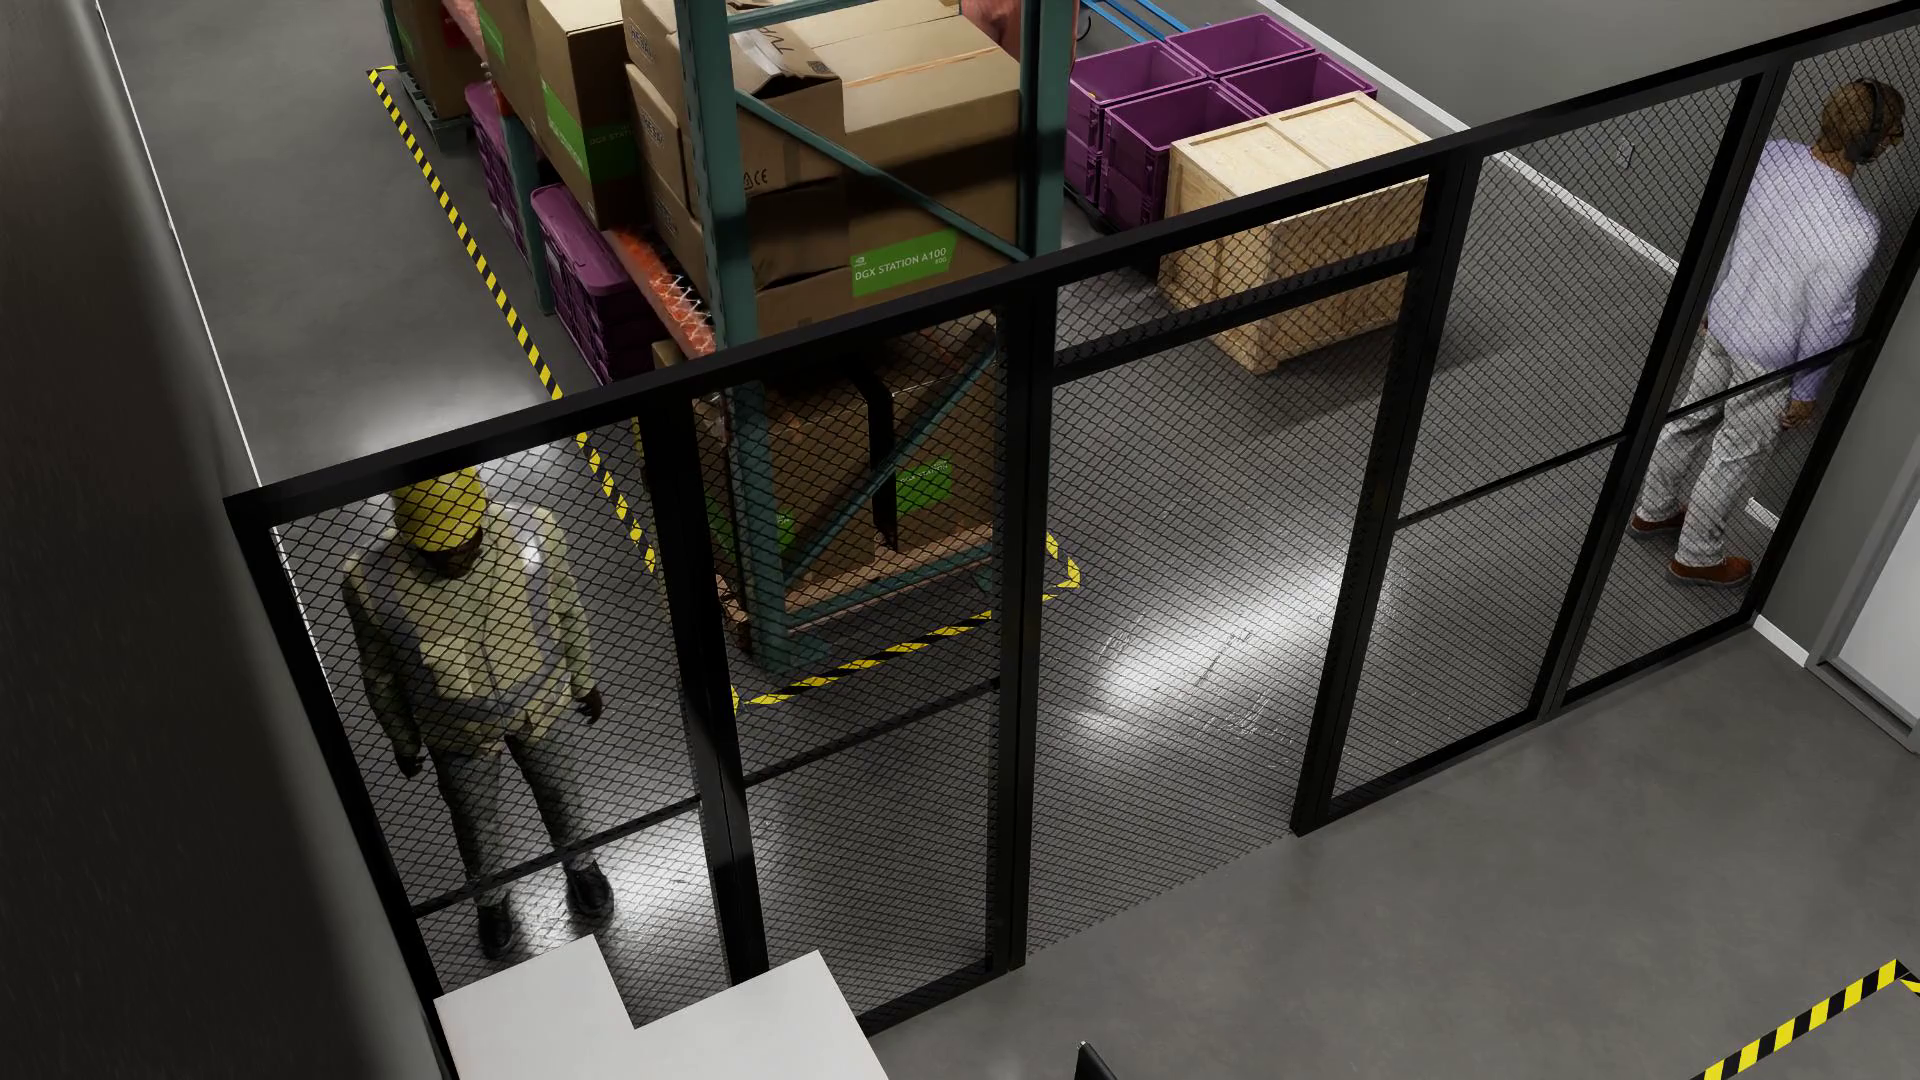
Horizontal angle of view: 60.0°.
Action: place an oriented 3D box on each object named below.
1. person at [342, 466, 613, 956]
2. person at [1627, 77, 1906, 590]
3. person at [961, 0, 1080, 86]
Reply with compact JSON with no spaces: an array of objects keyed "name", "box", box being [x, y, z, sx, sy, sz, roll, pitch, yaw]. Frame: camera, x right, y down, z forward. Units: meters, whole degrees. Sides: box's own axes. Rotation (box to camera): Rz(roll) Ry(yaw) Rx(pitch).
[{"name":"person","box":[-1.273,0.448,4.535,0.600,1.827,0.404,-18,45,-19]},{"name":"person","box":[2.737,-0.673,5.681,0.352,1.937,0.635,-8,43,-9]},{"name":"person","box":[0.224,-1.808,6.883,0.608,1.993,0.379,-31,51,-30]}]
